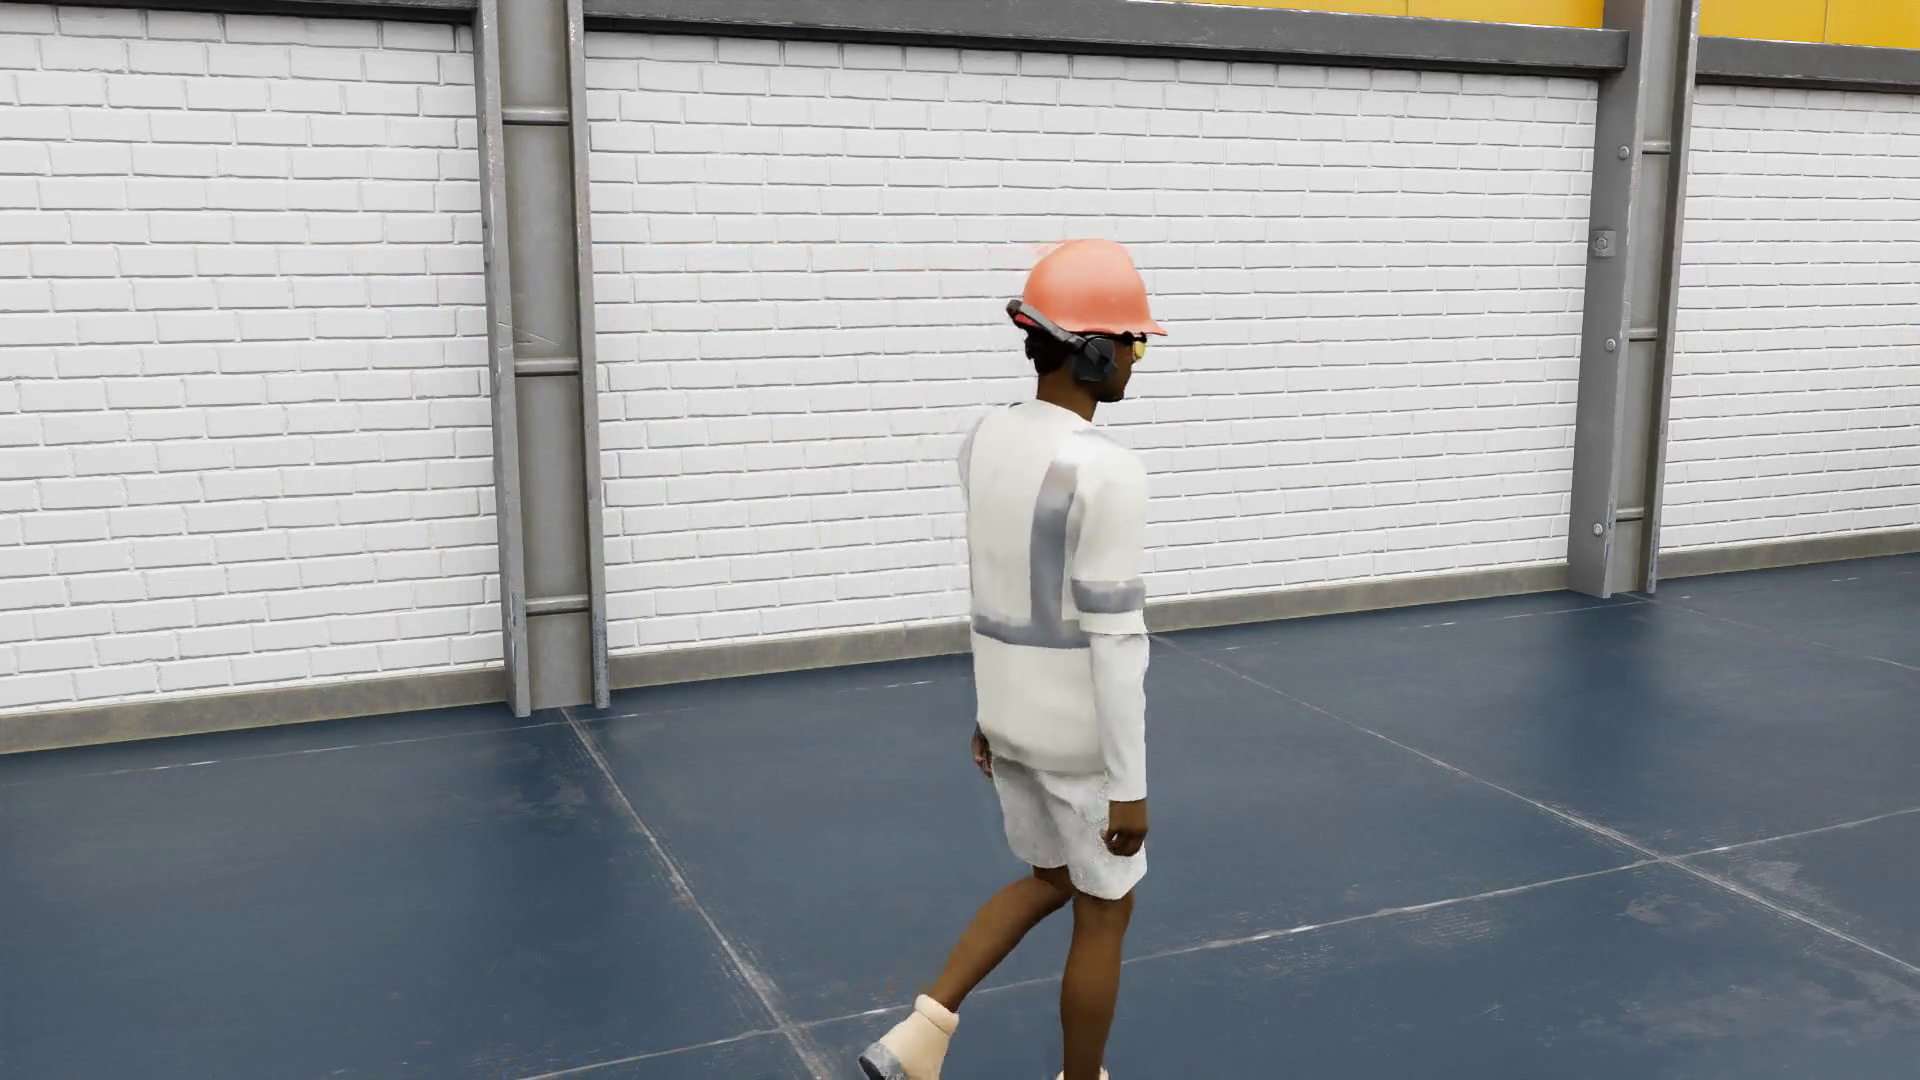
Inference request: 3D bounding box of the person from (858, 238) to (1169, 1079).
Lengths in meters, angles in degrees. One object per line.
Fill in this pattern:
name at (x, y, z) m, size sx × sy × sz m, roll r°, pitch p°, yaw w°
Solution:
person at (0.159, 0.389, 3.504) m, size 0.635 × 2.022 × 0.622 m, roll -6°, pitch 12°, yaw -28°
